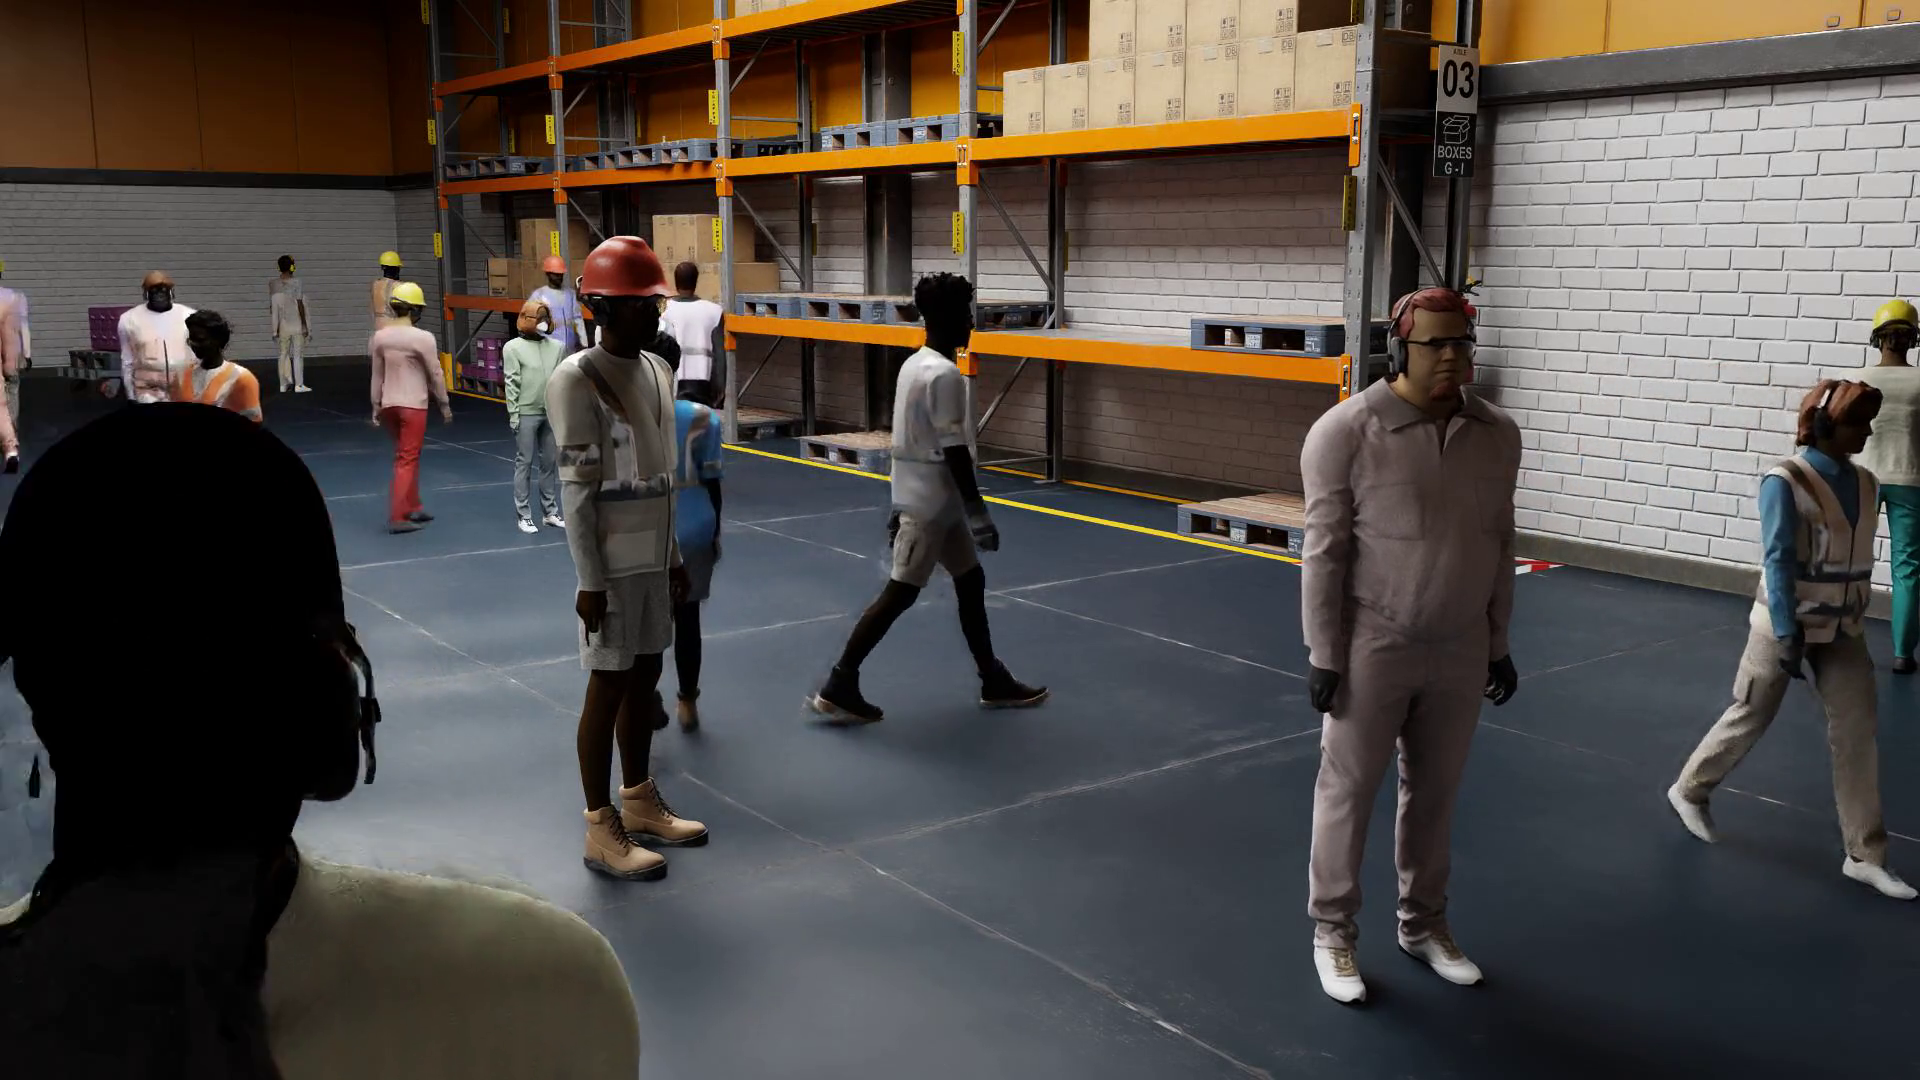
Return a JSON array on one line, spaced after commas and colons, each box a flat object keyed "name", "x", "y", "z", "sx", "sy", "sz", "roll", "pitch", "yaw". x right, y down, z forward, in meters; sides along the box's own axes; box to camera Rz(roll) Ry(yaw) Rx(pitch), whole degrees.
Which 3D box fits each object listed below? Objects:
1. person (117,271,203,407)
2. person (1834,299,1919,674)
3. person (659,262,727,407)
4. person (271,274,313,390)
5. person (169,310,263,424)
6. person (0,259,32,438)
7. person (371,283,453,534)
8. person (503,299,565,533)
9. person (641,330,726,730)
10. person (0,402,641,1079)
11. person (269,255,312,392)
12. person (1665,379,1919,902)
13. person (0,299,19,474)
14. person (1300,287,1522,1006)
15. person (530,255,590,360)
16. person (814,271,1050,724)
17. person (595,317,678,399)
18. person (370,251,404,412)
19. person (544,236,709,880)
[{"name": "person", "x": -6.069, "y": -1.148, "z": 12.746, "sx": 0.631, "sy": 1.823, "sz": 0.721, "roll": -6, "pitch": 12, "yaw": -28}, {"name": "person", "x": 4.361, "y": -0.248, "z": 7.856, "sx": 0.524, "sy": 1.767, "sz": 0.322, "roll": 5, "pitch": 11, "yaw": 24}, {"name": "person", "x": -2.197, "y": -1.267, "z": 13.291, "sx": 0.603, "sy": 1.862, "sz": 1.001, "roll": -4, "pitch": 11, "yaw": -20}, {"name": "person", "x": -9.113, "y": -2.830, "z": 22.710, "sx": 0.532, "sy": 1.624, "sz": 0.339, "roll": -5, "pitch": 11, "yaw": -24}, {"name": "person", "x": -4.138, "y": -0.423, "z": 9.132, "sx": 0.540, "sy": 1.660, "sz": 0.753, "roll": 4, "pitch": 11, "yaw": 21}, {"name": "person", "x": -9.767, "y": -1.933, "z": 16.901, "sx": 0.591, "sy": 1.908, "sz": 0.704, "roll": -6, "pitch": 12, "yaw": -30}, {"name": "person", "x": -3.842, "y": -0.935, "z": 11.763, "sx": 0.519, "sy": 1.740, "sz": 0.700, "roll": 5, "pitch": 11, "yaw": 28}, {"name": "person", "x": -2.971, "y": -0.872, "z": 11.716, "sx": 0.280, "sy": 1.632, "sz": 0.500, "roll": 8, "pitch": 13, "yaw": 38}, {"name": "person", "x": -1.206, "y": -0.006, "z": 6.750, "sx": 0.533, "sy": 1.683, "sz": 0.531, "roll": -2, "pitch": 10, "yaw": -11}, {"name": "person", "x": -0.514, "y": 0.853, "z": 1.154, "sx": 0.628, "sy": 1.954, "sz": 0.978, "roll": -4, "pitch": 11, "yaw": -23}, {"name": "person", "x": -9.127, "y": -2.933, "z": 22.634, "sx": 0.505, "sy": 1.861, "sz": 0.319, "roll": 2, "pitch": 10, "yaw": 11}, {"name": "person", "x": 2.707, "y": 0.274, "z": 5.361, "sx": 0.508, "sy": 1.602, "sz": 0.830, "roll": -4, "pitch": 11, "yaw": -21}, {"name": "person", "x": -8.632, "y": -1.506, "z": 14.635, "sx": 0.949, "sy": 1.870, "sz": 0.657, "roll": 9, "pitch": 13, "yaw": 40}, {"name": "person", "x": 1.224, "y": 0.285, "z": 4.469, "sx": 0.643, "sy": 1.910, "sz": 0.399, "roll": -3, "pitch": 11, "yaw": -16}, {"name": "person", "x": -4.288, "y": -2.113, "z": 17.955, "sx": 0.950, "sy": 1.887, "sz": 0.557, "roll": 9, "pitch": 13, "yaw": 40}, {"name": "person", "x": -0.150, "y": -0.171, "z": 7.029, "sx": 1.036, "sy": 1.918, "sz": 0.616, "roll": -1, "pitch": 10, "yaw": -8}, {"name": "person", "x": -2.290, "y": -0.981, "z": 11.753, "sx": 0.593, "sy": 1.837, "sz": 0.404, "roll": -1, "pitch": 10, "yaw": -6}, {"name": "person", "x": -6.780, "y": -2.473, "z": 19.858, "sx": 0.586, "sy": 1.928, "sz": 0.380, "roll": 8, "pitch": 13, "yaw": 38}, {"name": "person", "x": -1.055, "y": 0.054, "z": 5.380, "sx": 0.378, "sy": 2.044, "sz": 0.607, "roll": 3, "pitch": 11, "yaw": 18}]
